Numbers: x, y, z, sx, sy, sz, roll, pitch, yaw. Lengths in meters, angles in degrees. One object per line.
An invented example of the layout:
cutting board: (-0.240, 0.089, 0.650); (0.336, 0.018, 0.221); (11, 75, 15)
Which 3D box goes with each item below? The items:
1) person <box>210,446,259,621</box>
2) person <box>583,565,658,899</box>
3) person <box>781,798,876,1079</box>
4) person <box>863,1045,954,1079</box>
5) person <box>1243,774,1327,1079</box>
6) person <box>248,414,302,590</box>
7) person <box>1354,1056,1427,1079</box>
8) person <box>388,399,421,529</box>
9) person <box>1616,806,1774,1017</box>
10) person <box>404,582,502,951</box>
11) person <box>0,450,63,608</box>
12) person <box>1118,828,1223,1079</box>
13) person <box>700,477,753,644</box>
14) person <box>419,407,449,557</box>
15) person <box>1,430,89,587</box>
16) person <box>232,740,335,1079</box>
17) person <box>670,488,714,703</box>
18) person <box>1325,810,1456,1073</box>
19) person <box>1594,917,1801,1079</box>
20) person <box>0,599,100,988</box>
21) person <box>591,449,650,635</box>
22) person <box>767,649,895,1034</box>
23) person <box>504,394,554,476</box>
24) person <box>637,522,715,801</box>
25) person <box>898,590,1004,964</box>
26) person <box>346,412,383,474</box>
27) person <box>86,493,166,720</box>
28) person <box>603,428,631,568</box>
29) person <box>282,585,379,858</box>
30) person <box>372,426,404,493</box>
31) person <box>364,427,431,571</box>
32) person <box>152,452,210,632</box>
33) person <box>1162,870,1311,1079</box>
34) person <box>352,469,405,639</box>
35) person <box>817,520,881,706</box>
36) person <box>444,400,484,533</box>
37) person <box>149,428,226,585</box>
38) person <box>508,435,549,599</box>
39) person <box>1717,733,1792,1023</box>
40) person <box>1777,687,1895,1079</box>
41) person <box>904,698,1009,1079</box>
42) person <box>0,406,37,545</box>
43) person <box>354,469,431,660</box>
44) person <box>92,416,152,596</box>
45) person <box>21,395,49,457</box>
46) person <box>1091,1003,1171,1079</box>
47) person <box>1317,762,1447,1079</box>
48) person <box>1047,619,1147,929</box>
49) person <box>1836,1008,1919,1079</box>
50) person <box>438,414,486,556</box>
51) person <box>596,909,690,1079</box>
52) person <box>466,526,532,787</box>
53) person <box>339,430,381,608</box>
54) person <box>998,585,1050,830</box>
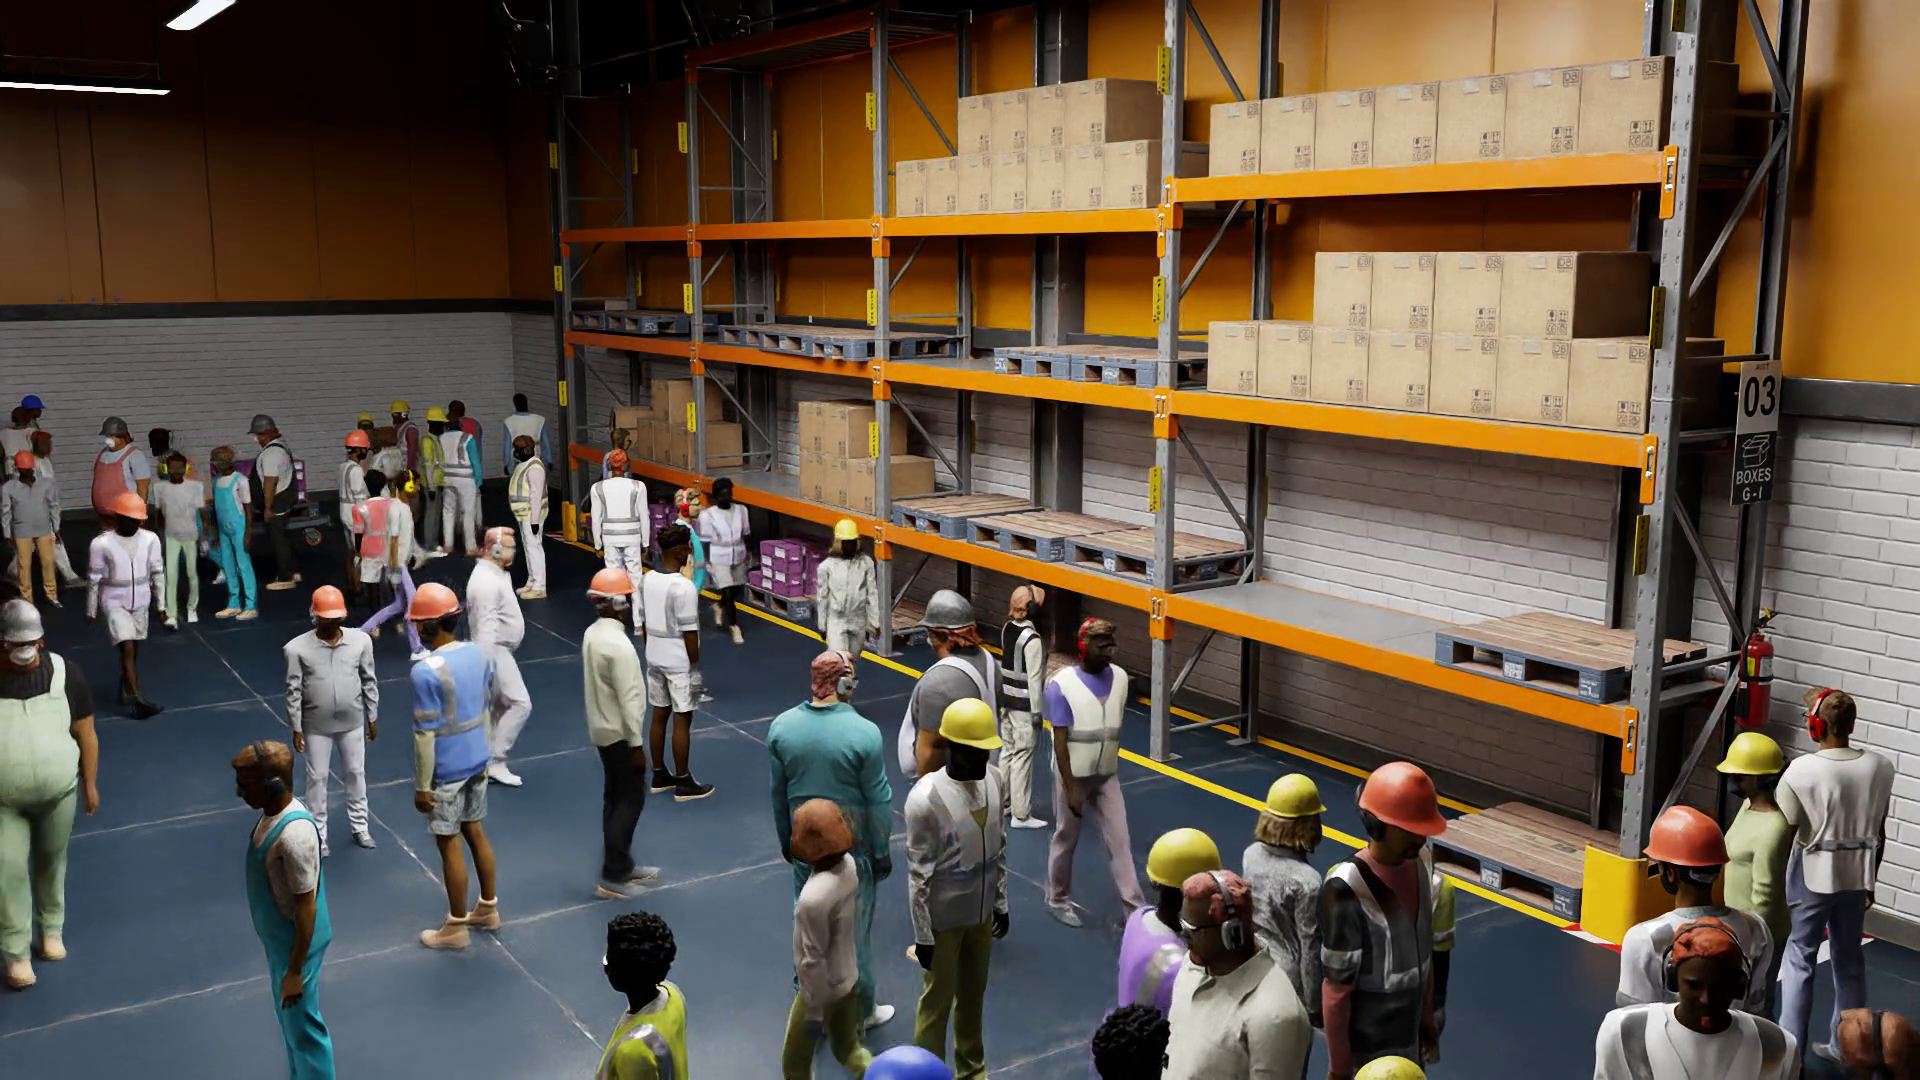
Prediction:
person: (-7.623, -0.068, 17.452); (0.560, 1.836, 0.343); (5, 11, 29)
person: (-2.026, 1.136, 9.914); (0.394, 1.996, 0.622); (-5, 11, -29)
person: (-0.498, 1.844, 6.867); (0.747, 1.606, 0.508); (3, 10, 17)
person: (-0.222, 2.137, 4.252); (0.632, 1.920, 0.612); (6, 11, 30)
person: (1.323, 1.799, 6.756); (0.318, 1.742, 0.487); (-4, 10, -21)
person: (-7.873, -0.452, 19.074); (0.537, 2.000, 0.718); (-2, 10, -12)
person: (1.100, 2.199, 4.416); (0.320, 1.738, 0.483); (-3, 10, -17)
person: (-7.764, -1.055, 23.243); (0.403, 1.826, 0.592); (-8, 12, -39)
person: (2.494, 1.869, 5.785); (0.543, 1.929, 0.386); (-2, 10, -10)
person: (-2.832, 1.240, 9.197); (0.441, 2.032, 0.603); (3, 10, 17)
person: (-9.978, -0.100, 17.883); (0.352, 1.746, 0.575); (9, 13, 44)
person: (0.689, 1.904, 5.738); (0.929, 1.890, 0.595); (-1, 10, -5)
person: (-2.351, 0.175, 16.498); (0.541, 1.667, 0.660); (-6, 11, -32)
person: (-6.658, -0.739, 21.143); (0.403, 1.918, 0.580); (-1, 10, -7)
person: (-10.605, -0.350, 19.102); (1.010, 1.838, 0.586); (-1, 10, -6)
person: (-2.807, 1.716, 6.935); (0.343, 1.840, 0.506); (-6, 11, -31)
person: (-2.347, 0.469, 14.235); (0.389, 1.846, 0.567); (-2, 10, -14)
person: (1.708, 1.833, 6.697); (0.534, 1.689, 0.321); (3, 10, 18)
person: (2.168, 2.027, 4.978); (0.584, 1.882, 0.337); (2, 10, 12)
person: (-4.881, 1.306, 8.754); (0.698, 2.000, 0.804); (-8, 12, -38)
person: (-3.395, 0.031, 16.700); (0.573, 1.883, 0.354); (-1, 10, -4)
person: (-0.610, 1.473, 8.185); (0.639, 1.902, 0.406); (4, 11, 24)
person: (-6.098, -1.124, 23.498); (0.711, 1.866, 0.761); (-4, 11, -24)
person: (-2.006, 0.845, 11.679); (0.609, 1.964, 0.363); (9, 13, 44)
person: (-0.071, 1.262, 9.011); (0.535, 2.000, 0.686); (5, 11, 28)
person: (-7.917, -0.843, 22.249); (0.530, 1.729, 0.824); (-3, 10, -19)
person: (-6.936, 0.528, 13.816); (1.020, 1.878, 0.590); (8, 13, 41)
person: (-3.963, -0.387, 19.309); (0.339, 1.835, 0.520); (-7, 12, -34)
person: (-3.980, 1.141, 10.582); (0.565, 1.745, 0.349); (-6, 12, -33)
person: (-7.339, -0.652, 21.436); (0.498, 1.633, 0.279); (4, 11, 23)
person: (-6.802, -0.462, 19.865); (0.899, 1.805, 0.531); (-6, 11, -31)
person: (-7.976, 0.014, 17.015); (0.546, 1.808, 0.972); (-4, 10, -21)
person: (0.830, 1.967, 5.315); (0.401, 1.894, 0.654); (-3, 10, -19)
person: (-5.798, 0.137, 16.618); (0.533, 1.697, 0.319); (-8, 12, -38)
person: (-0.887, 0.682, 13.389); (0.490, 1.698, 0.903); (-4, 10, -22)
person: (-6.908, -1.017, 23.030); (0.624, 1.837, 0.431); (-9, 13, -41)
person: (-8.941, -0.384, 19.232); (0.963, 1.863, 0.596); (-1, 10, -3)
person: (-4.815, -0.261, 18.575); (0.429, 1.837, 0.631); (-4, 11, -24)
person: (3.442, 1.699, 7.276); (0.341, 1.760, 0.525); (3, 10, 17)
person: (3.994, 1.595, 7.664); (0.564, 1.836, 0.385); (-1, 10, -7)
person: (0.016, 1.617, 7.287); (0.397, 1.919, 0.587); (8, 13, 41)
person: (-12.392, -0.848, 22.007); (0.562, 1.835, 0.401); (-1, 10, -6)
person: (-5.346, 0.240, 15.648); (0.802, 1.832, 0.579); (-1, 10, -9)
person: (-9.386, -0.362, 18.544); (0.684, 2.000, 0.538); (3, 10, 18)
person: (-12.505, -0.986, 22.475); (0.406, 1.946, 0.608); (-3, 10, -19)
person: (0.468, 2.157, 4.794); (0.320, 1.693, 0.536); (-7, 12, -37)
person: (1.546, 1.778, 6.037); (0.612, 2.029, 0.407); (-9, 13, -43)
person: (0.778, 1.341, 9.244); (0.576, 1.807, 0.832); (-6, 12, -33)
person: (2.754, 2.166, 4.960); (0.543, 1.611, 0.361); (-5, 11, -28)
person: (-6.407, -0.705, 21.260); (0.688, 1.813, 0.434); (3, 10, 16)
person: (-1.030, 2.036, 5.478); (0.318, 1.697, 0.534); (0, 10, -1)
person: (-3.306, 0.840, 11.941); (0.483, 1.881, 0.663); (-3, 10, -15)
person: (-6.530, -0.226, 18.081); (0.388, 1.930, 0.544); (-7, 12, -34)
person: (0.416, 1.110, 11.123); (0.318, 1.633, 0.518); (-3, 10, -19)
